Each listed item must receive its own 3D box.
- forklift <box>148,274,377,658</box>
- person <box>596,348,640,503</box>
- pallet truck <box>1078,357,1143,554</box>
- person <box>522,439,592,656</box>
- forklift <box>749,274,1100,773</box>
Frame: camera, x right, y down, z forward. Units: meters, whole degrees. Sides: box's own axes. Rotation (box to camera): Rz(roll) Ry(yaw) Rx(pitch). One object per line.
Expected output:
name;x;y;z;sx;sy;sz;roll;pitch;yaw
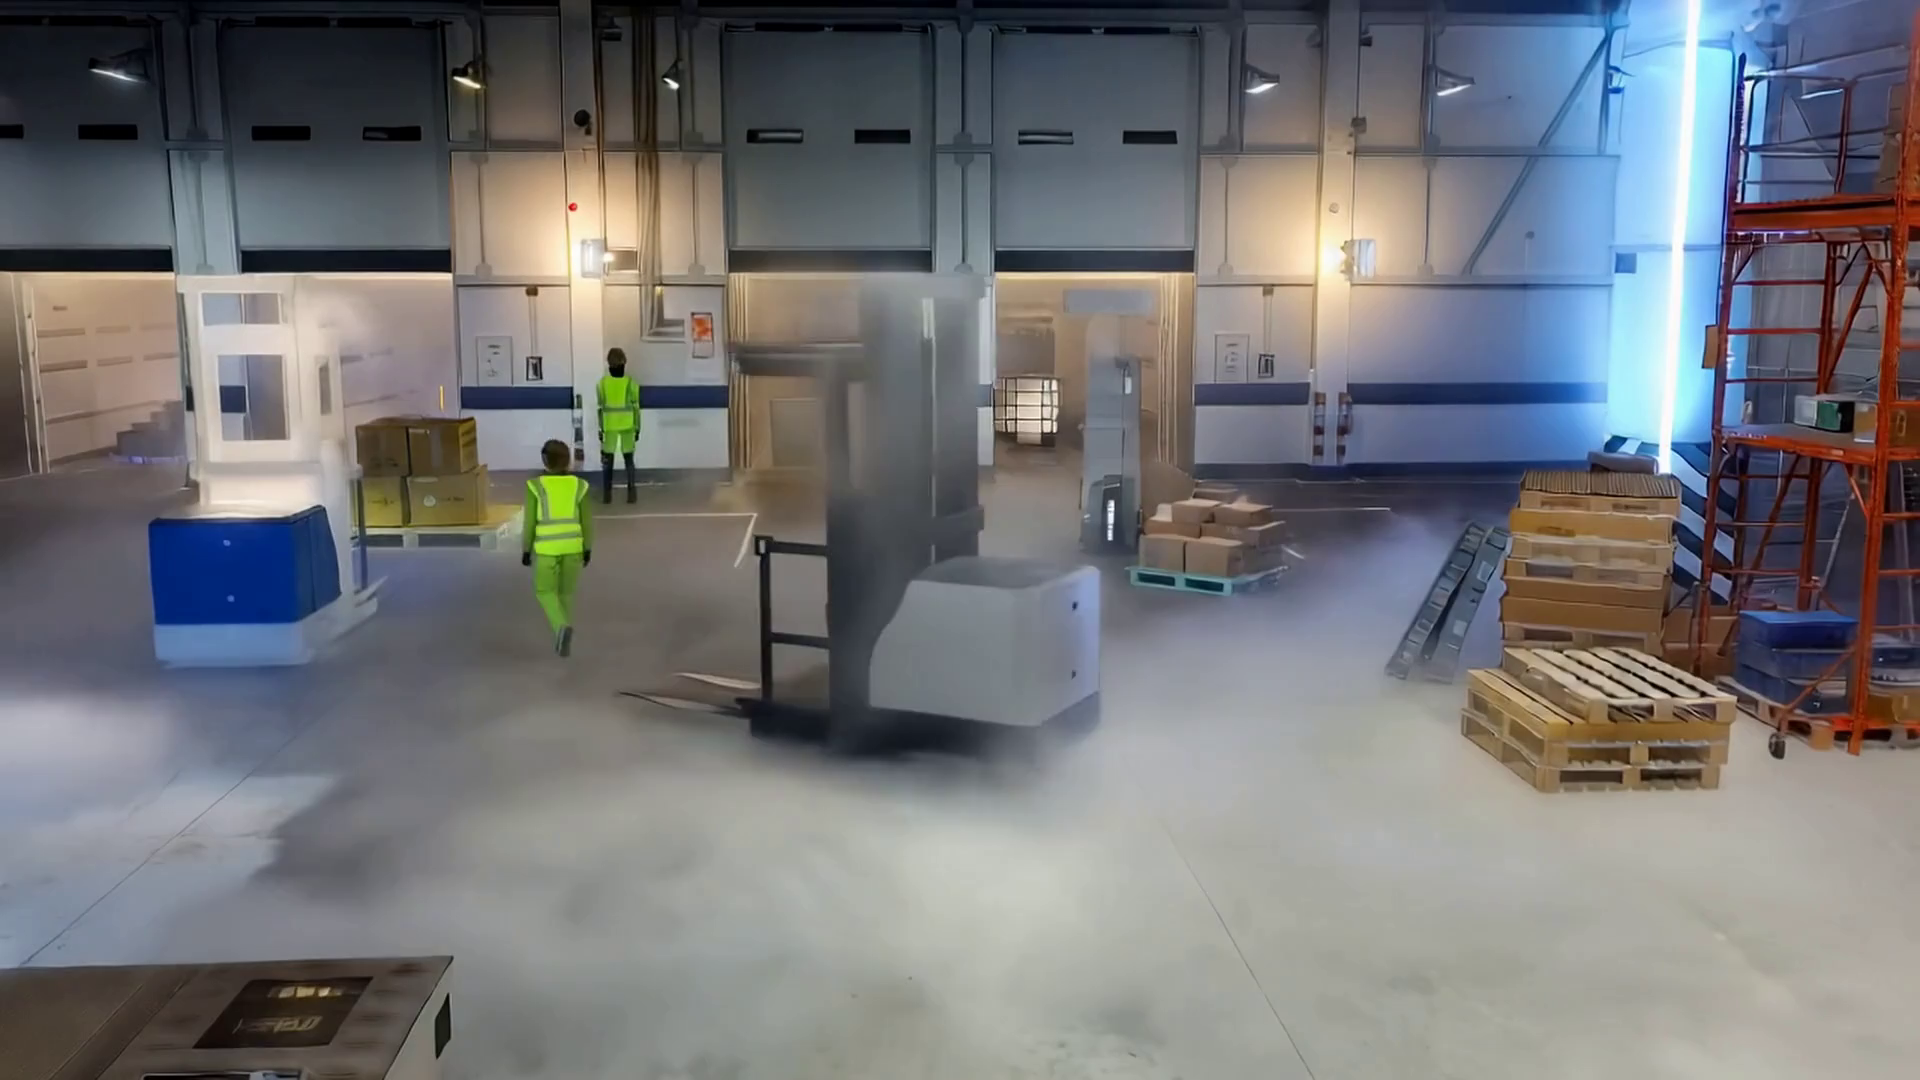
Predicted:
forklift;-5.348;-0.627;12.681;1.129;2.768;1.873;-1;9;-4
person;-4.219;-1.399;20.525;0.546;1.927;0.389;0;9;0
pallet truck;2.088;-0.836;16.757;1.885;1.965;0.823;2;9;13
person;-2.916;0.078;12.180;0.525;1.622;0.468;-7;11;-35
forklift;-0.186;-0.184;9.900;1.873;2.768;1.129;5;10;27
